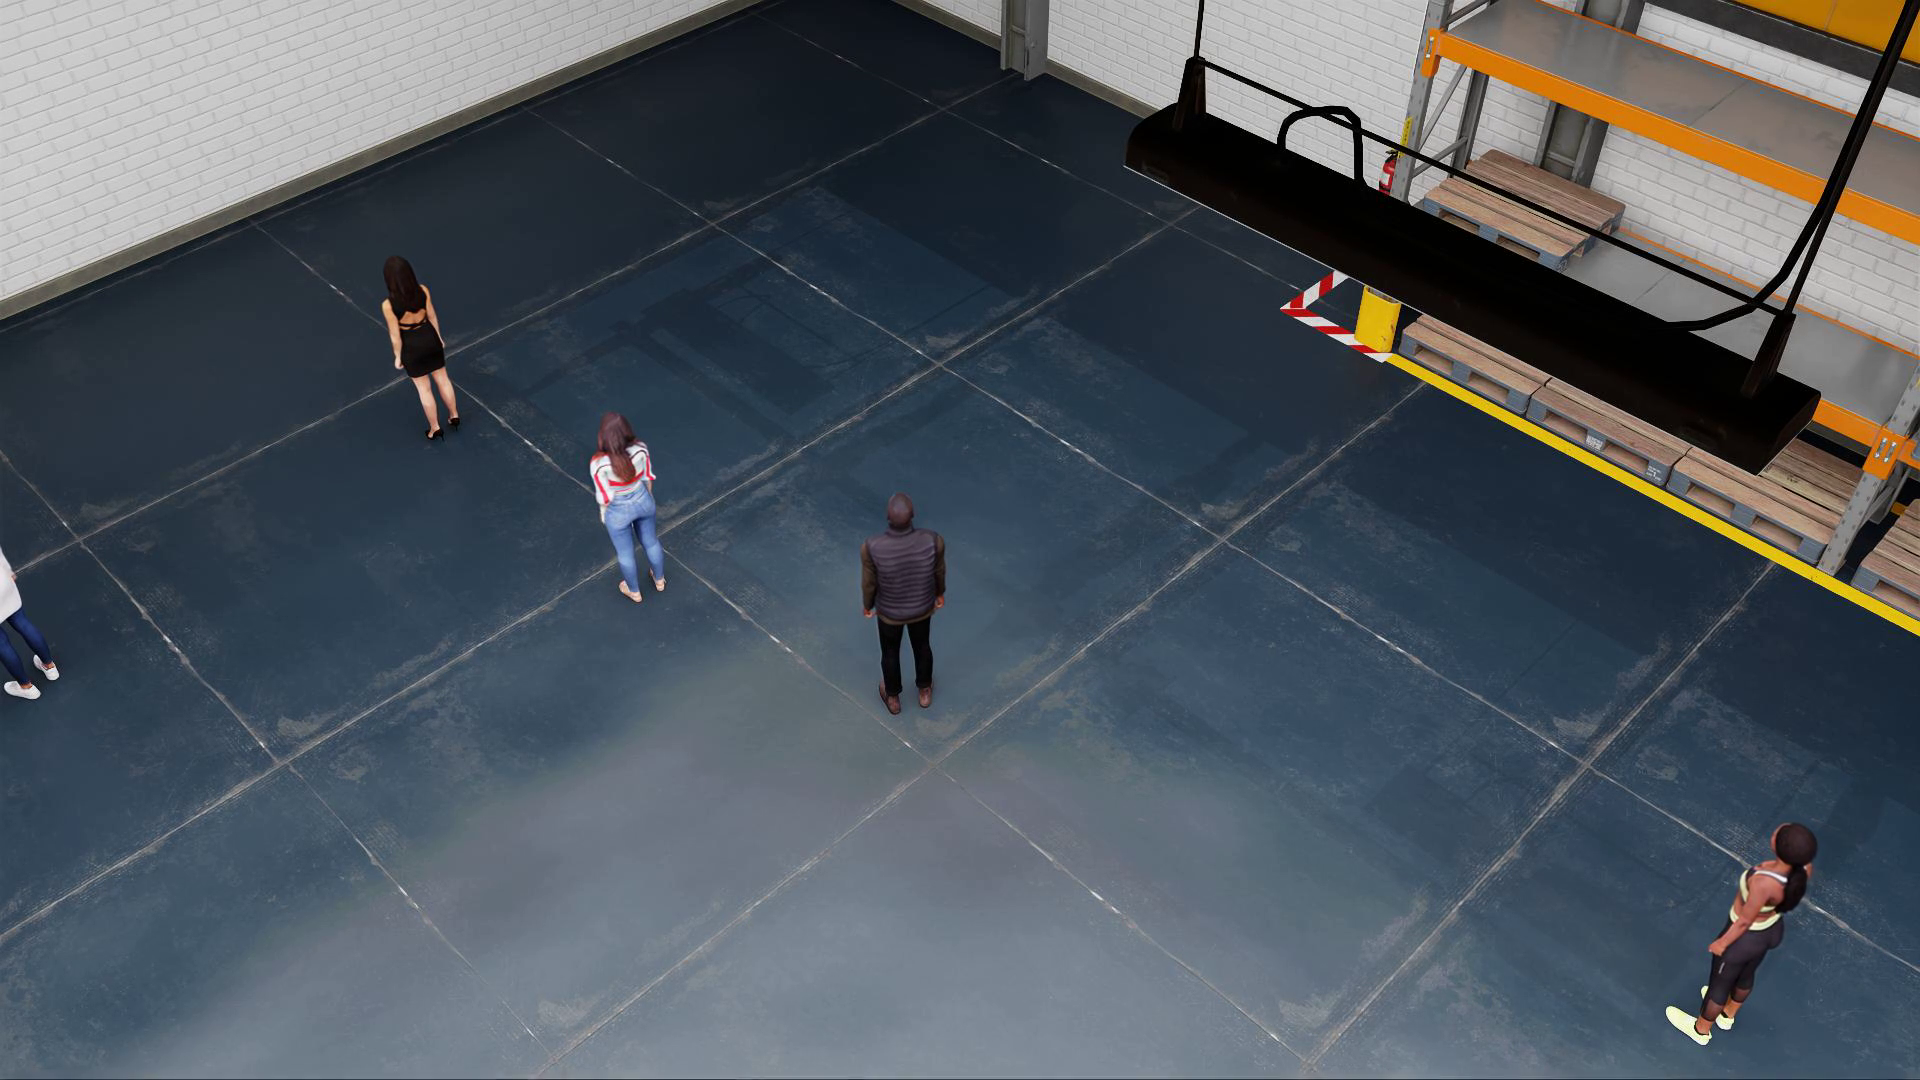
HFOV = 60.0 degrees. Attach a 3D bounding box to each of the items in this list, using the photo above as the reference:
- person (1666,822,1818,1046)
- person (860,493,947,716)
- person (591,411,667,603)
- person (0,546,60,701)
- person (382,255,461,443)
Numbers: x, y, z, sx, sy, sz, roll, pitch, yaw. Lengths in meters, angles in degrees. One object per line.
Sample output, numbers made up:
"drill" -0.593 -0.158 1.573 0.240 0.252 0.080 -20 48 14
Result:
"person" 4.206 2.103 8.848 0.621 1.753 0.604 -19 47 -19
"person" -0.356 0.407 10.569 0.779 1.836 0.777 -9 44 -9
"person" -2.269 -0.235 11.403 0.623 1.614 0.568 -25 49 -24
"person" -6.272 0.331 10.693 0.625 1.774 0.671 20 47 20
"person" -4.100 -1.447 12.650 0.569 1.650 0.489 -31 52 -29
